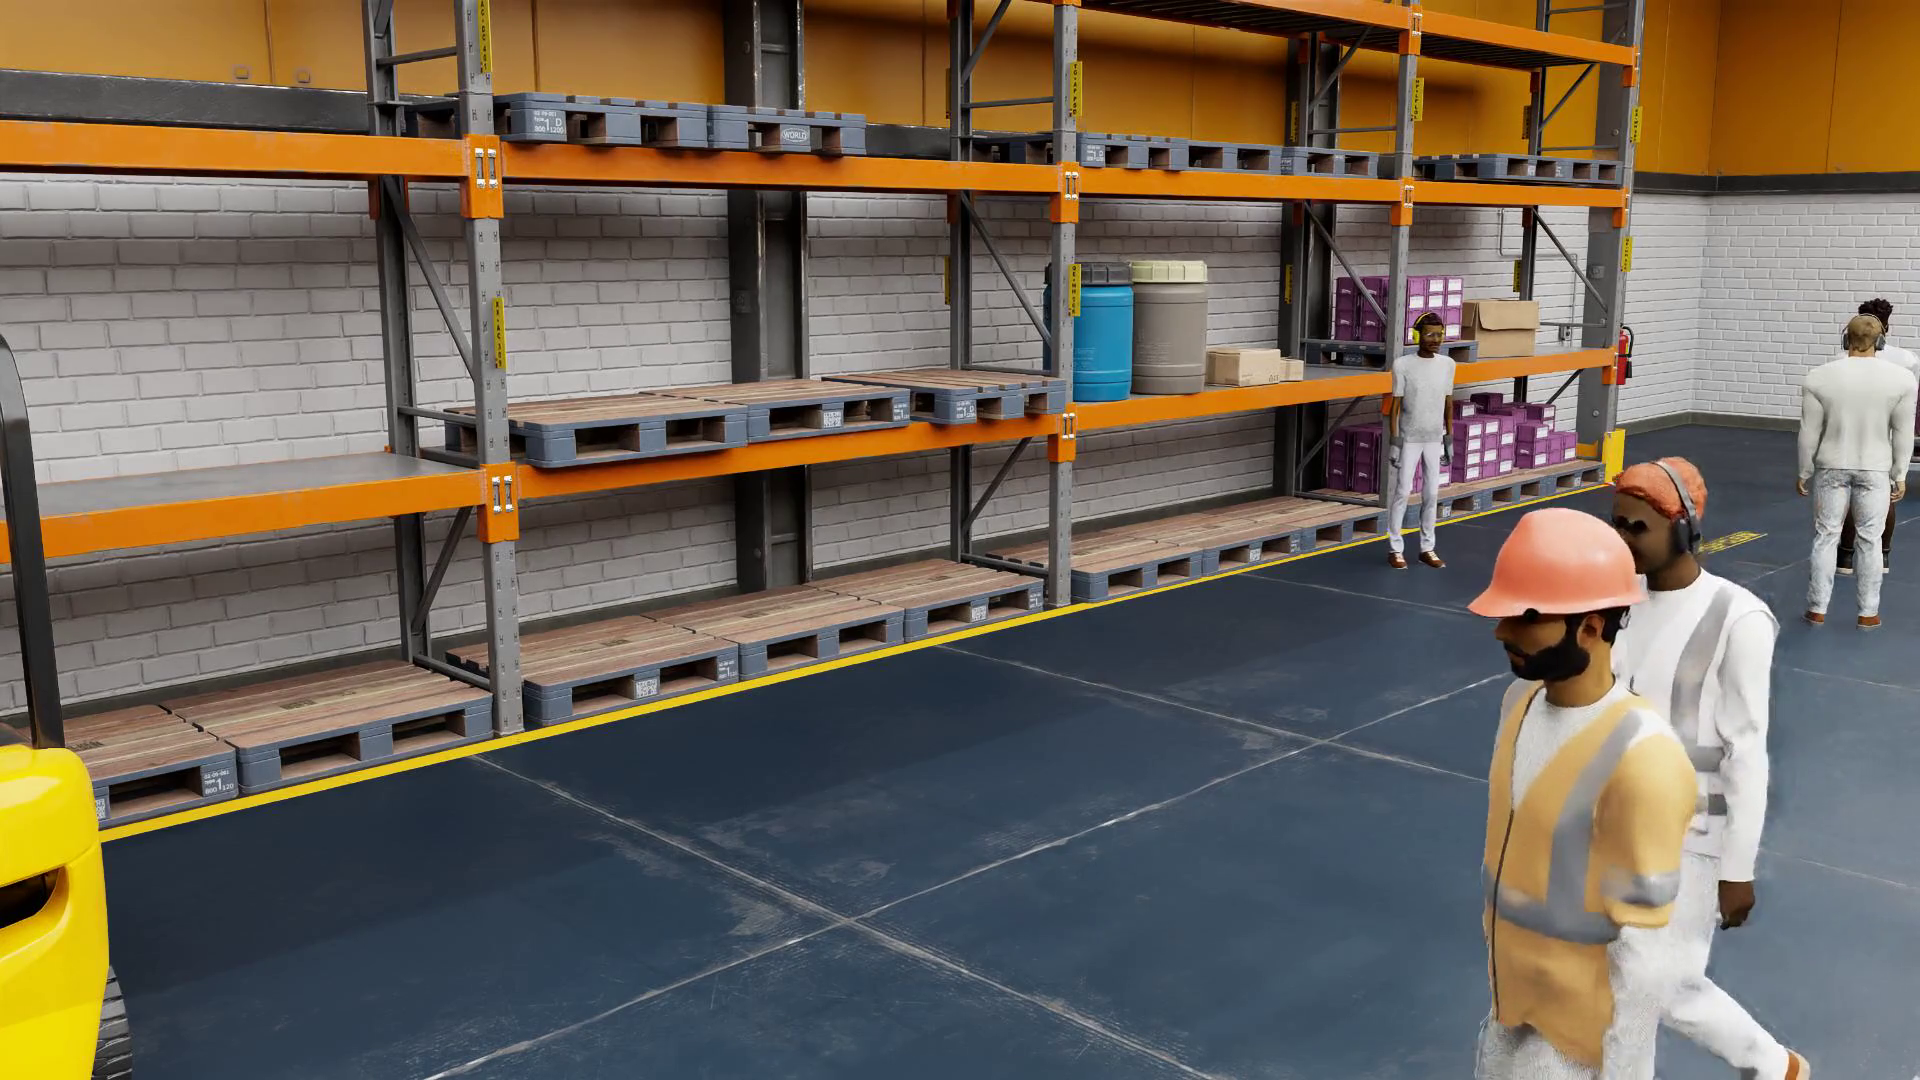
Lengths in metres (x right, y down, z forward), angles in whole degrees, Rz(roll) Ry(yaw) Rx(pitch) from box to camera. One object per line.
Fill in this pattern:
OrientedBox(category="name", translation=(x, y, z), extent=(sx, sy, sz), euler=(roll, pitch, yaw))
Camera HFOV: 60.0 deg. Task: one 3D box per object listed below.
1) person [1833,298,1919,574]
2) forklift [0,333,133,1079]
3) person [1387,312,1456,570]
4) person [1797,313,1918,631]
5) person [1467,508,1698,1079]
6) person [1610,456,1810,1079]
OrientedBox(category="person", translation=(6.461, -0.731, 11.845), extent=(0.608, 1.962, 0.374), euler=(0, 10, 2))
OrientedBox(category="forklift", translation=(-3.289, 0.485, 4.582), extent=(1.214, 2.155, 2.313), euler=(-10, 14, -44))
OrientedBox(category="person", translation=(3.340, -0.712, 12.026), extent=(0.514, 1.862, 0.325), euler=(-2, 11, -12))
OrientedBox(category="person", translation=(5.446, -0.407, 10.157), extent=(0.627, 1.934, 0.372), euler=(6, 12, 28))
OrientedBox(category="person", translation=(1.241, 0.879, 3.227), extent=(0.752, 1.916, 0.550), euler=(-2, 11, -9))
OrientedBox(category="person", translation=(1.830, 0.719, 4.190), extent=(0.572, 1.872, 0.608), euler=(-3, 11, -17))
